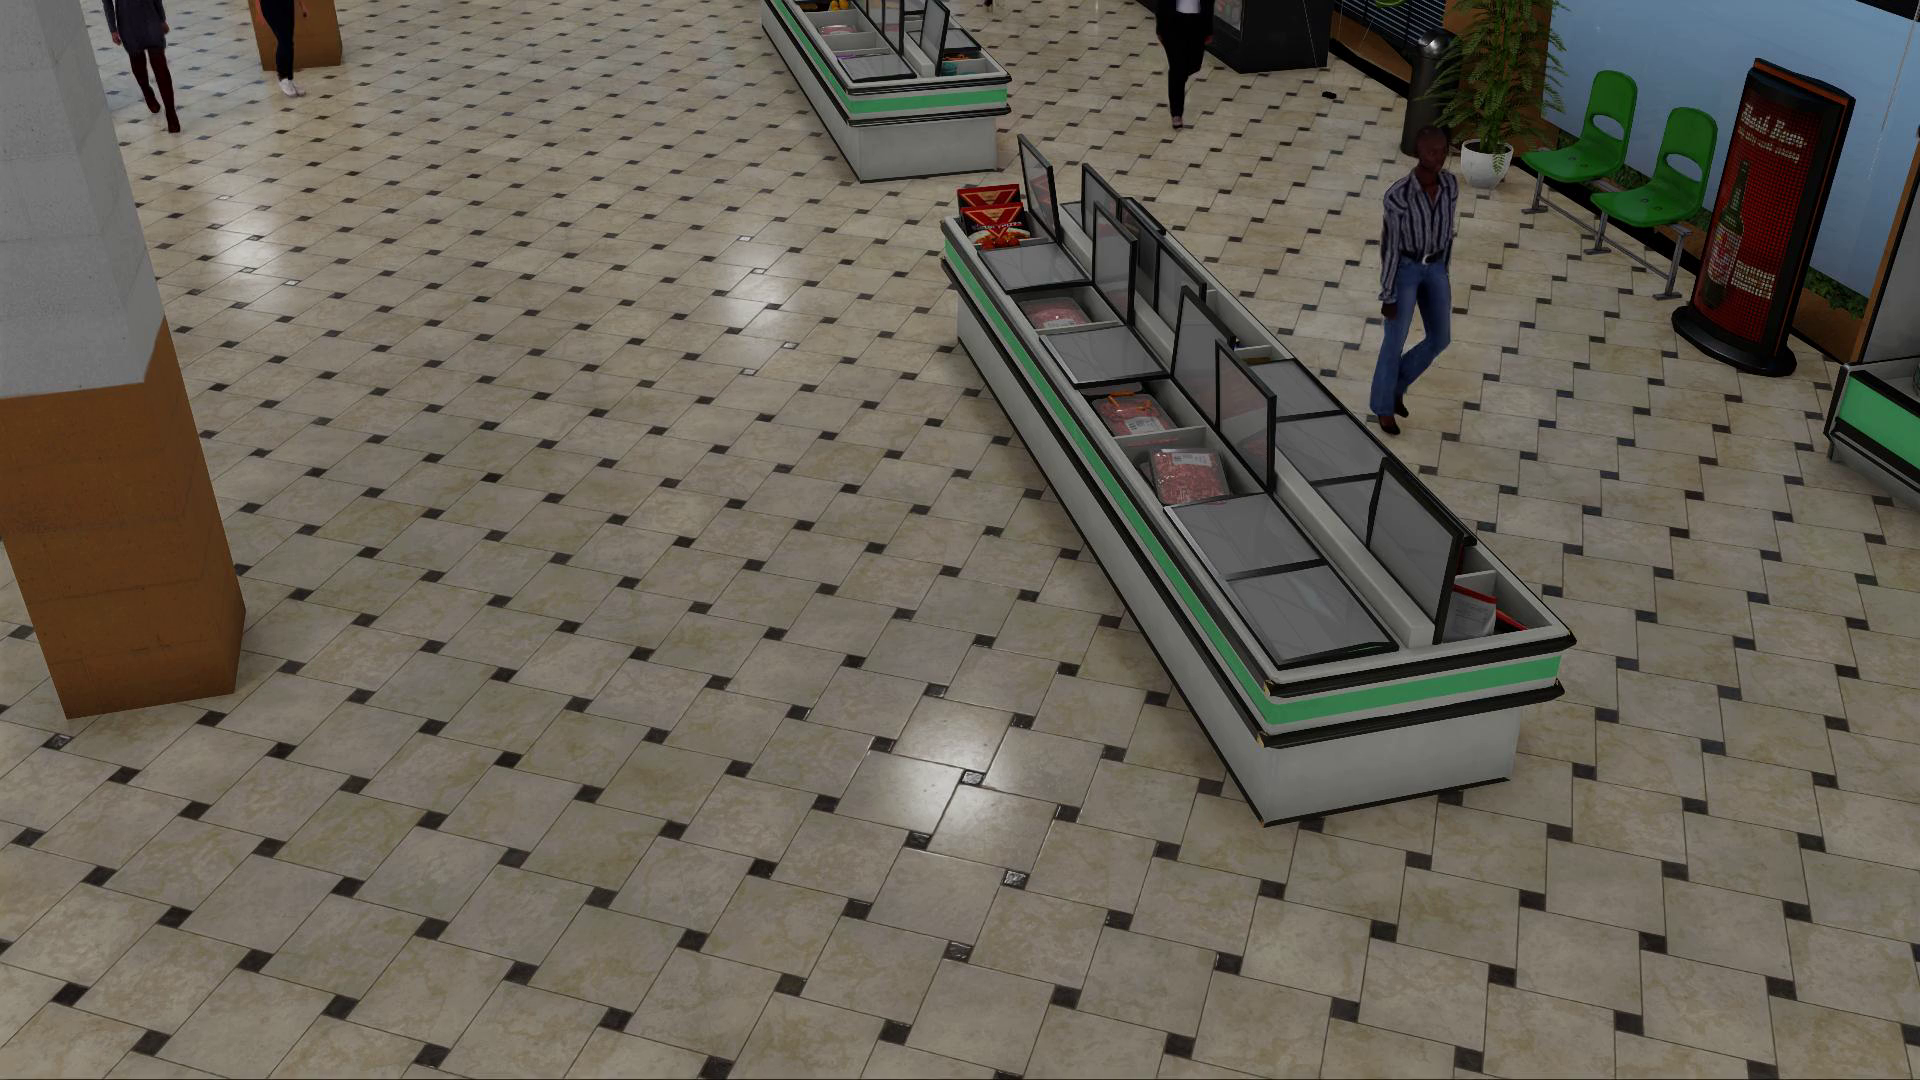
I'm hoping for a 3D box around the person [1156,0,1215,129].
[{"bbox_3d":[1.887,-4.334,14.022,0.727,1.599,1.014,-3,32,-4],"label":"person"}]

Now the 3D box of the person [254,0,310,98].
[{"bbox_3d":[-6.070,-4.734,14.648,0.740,1.618,0.679,17,36,25],"label":"person"}]

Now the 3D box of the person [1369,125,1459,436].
[{"bbox_3d":[2.437,-1.435,9.196,0.704,1.776,0.690,-14,35,-22],"label":"person"}]

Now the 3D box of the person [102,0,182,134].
[{"bbox_3d":[-6.868,-4.292,13.886,0.758,1.671,1.139,-15,35,-23],"label":"person"}]
